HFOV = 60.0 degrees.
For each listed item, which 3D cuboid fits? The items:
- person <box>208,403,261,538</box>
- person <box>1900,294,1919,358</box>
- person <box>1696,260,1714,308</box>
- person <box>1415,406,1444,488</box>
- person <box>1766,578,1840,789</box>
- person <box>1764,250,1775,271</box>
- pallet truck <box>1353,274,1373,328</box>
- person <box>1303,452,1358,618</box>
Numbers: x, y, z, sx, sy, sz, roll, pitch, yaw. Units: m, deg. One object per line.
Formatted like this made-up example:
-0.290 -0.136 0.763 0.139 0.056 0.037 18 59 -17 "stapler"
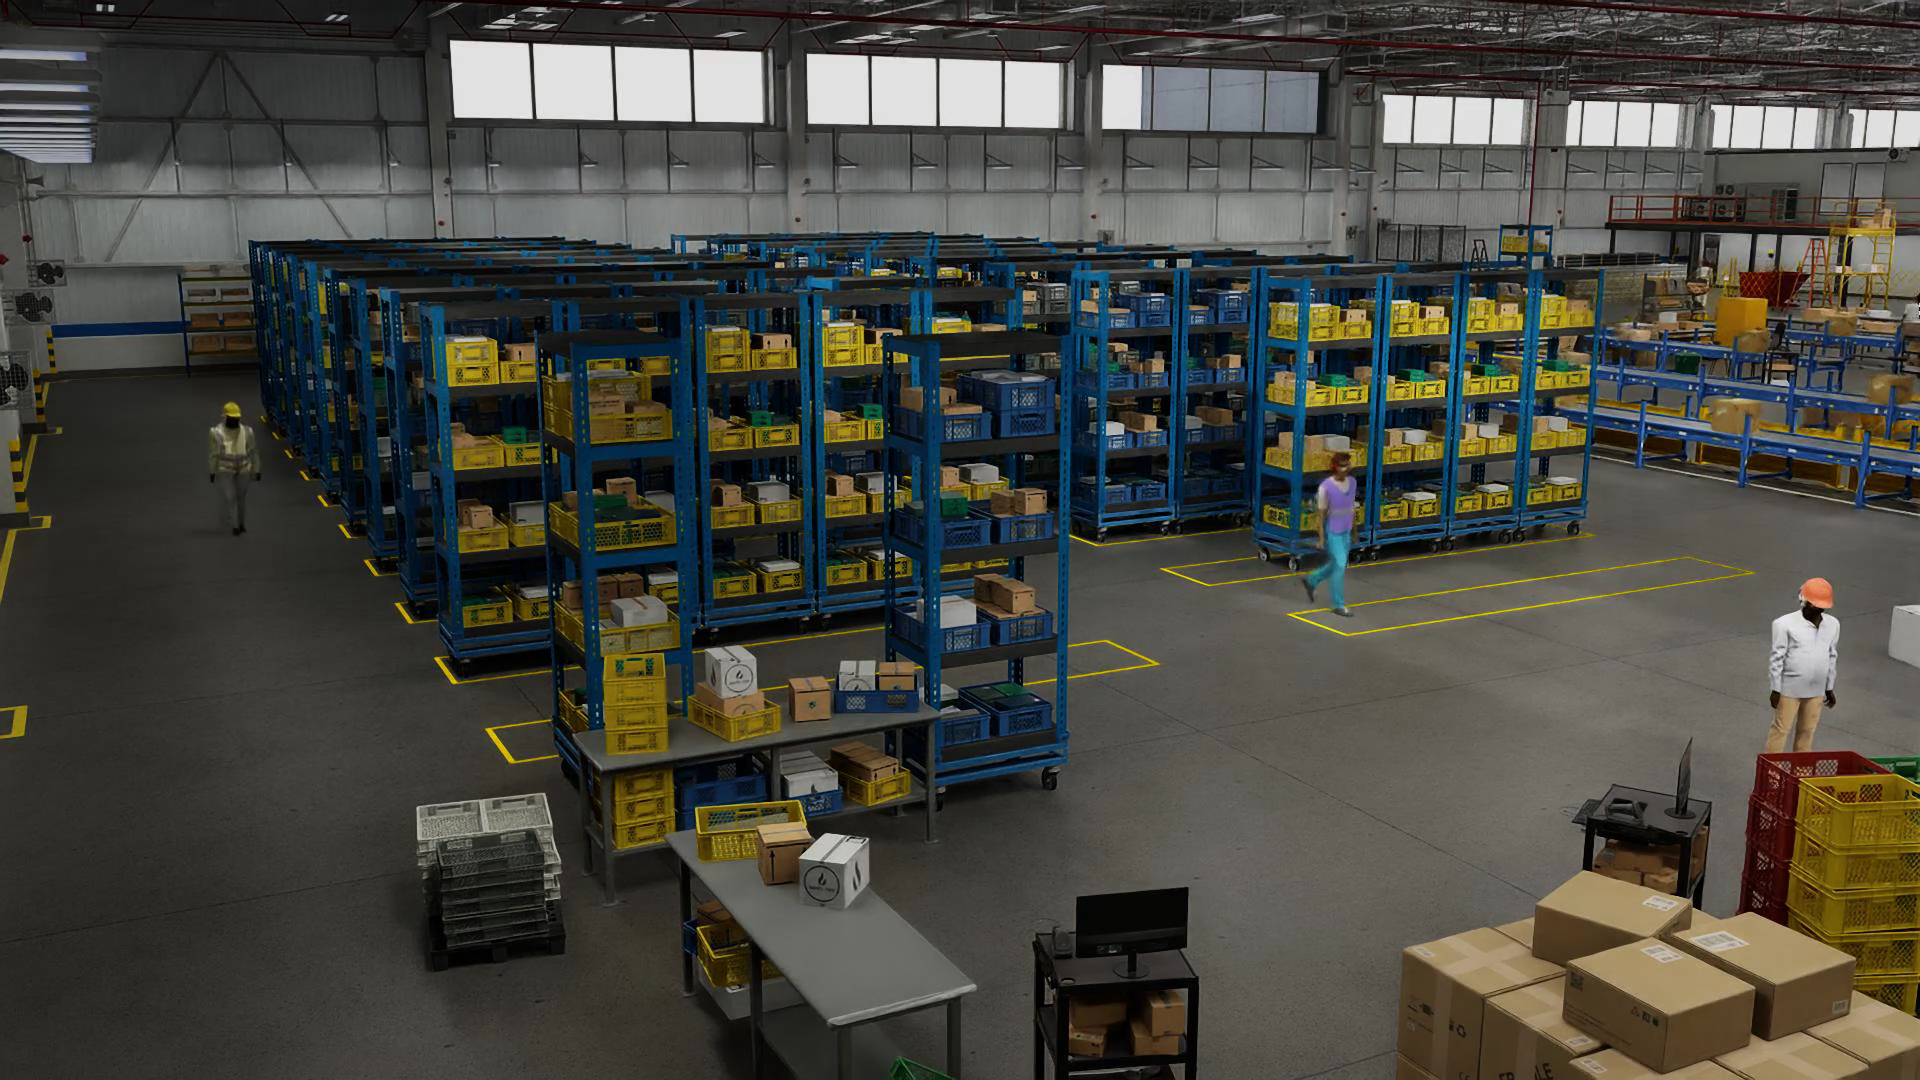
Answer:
-9.747 -0.942 22.442 0.626 1.801 0.773 -9 15 -37 "person"
25.620 -5.730 44.800 0.570 1.831 0.404 4 13 18 "person"
28.707 -9.873 64.117 0.603 1.851 0.826 7 14 30 "person"
7.252 -1.700 25.826 0.639 1.883 0.601 -7 14 -30 "person"
6.532 1.136 12.871 0.562 1.742 0.337 -2 12 -9 "person"
35.202 -11.655 72.295 0.446 1.916 0.638 6 13 25 "person"
13.011 -8.050 55.243 0.823 1.965 1.885 -7 14 -28 "pallet truck"
4.127 -0.094 18.441 0.580 1.824 0.718 -10 16 -40 "person"
